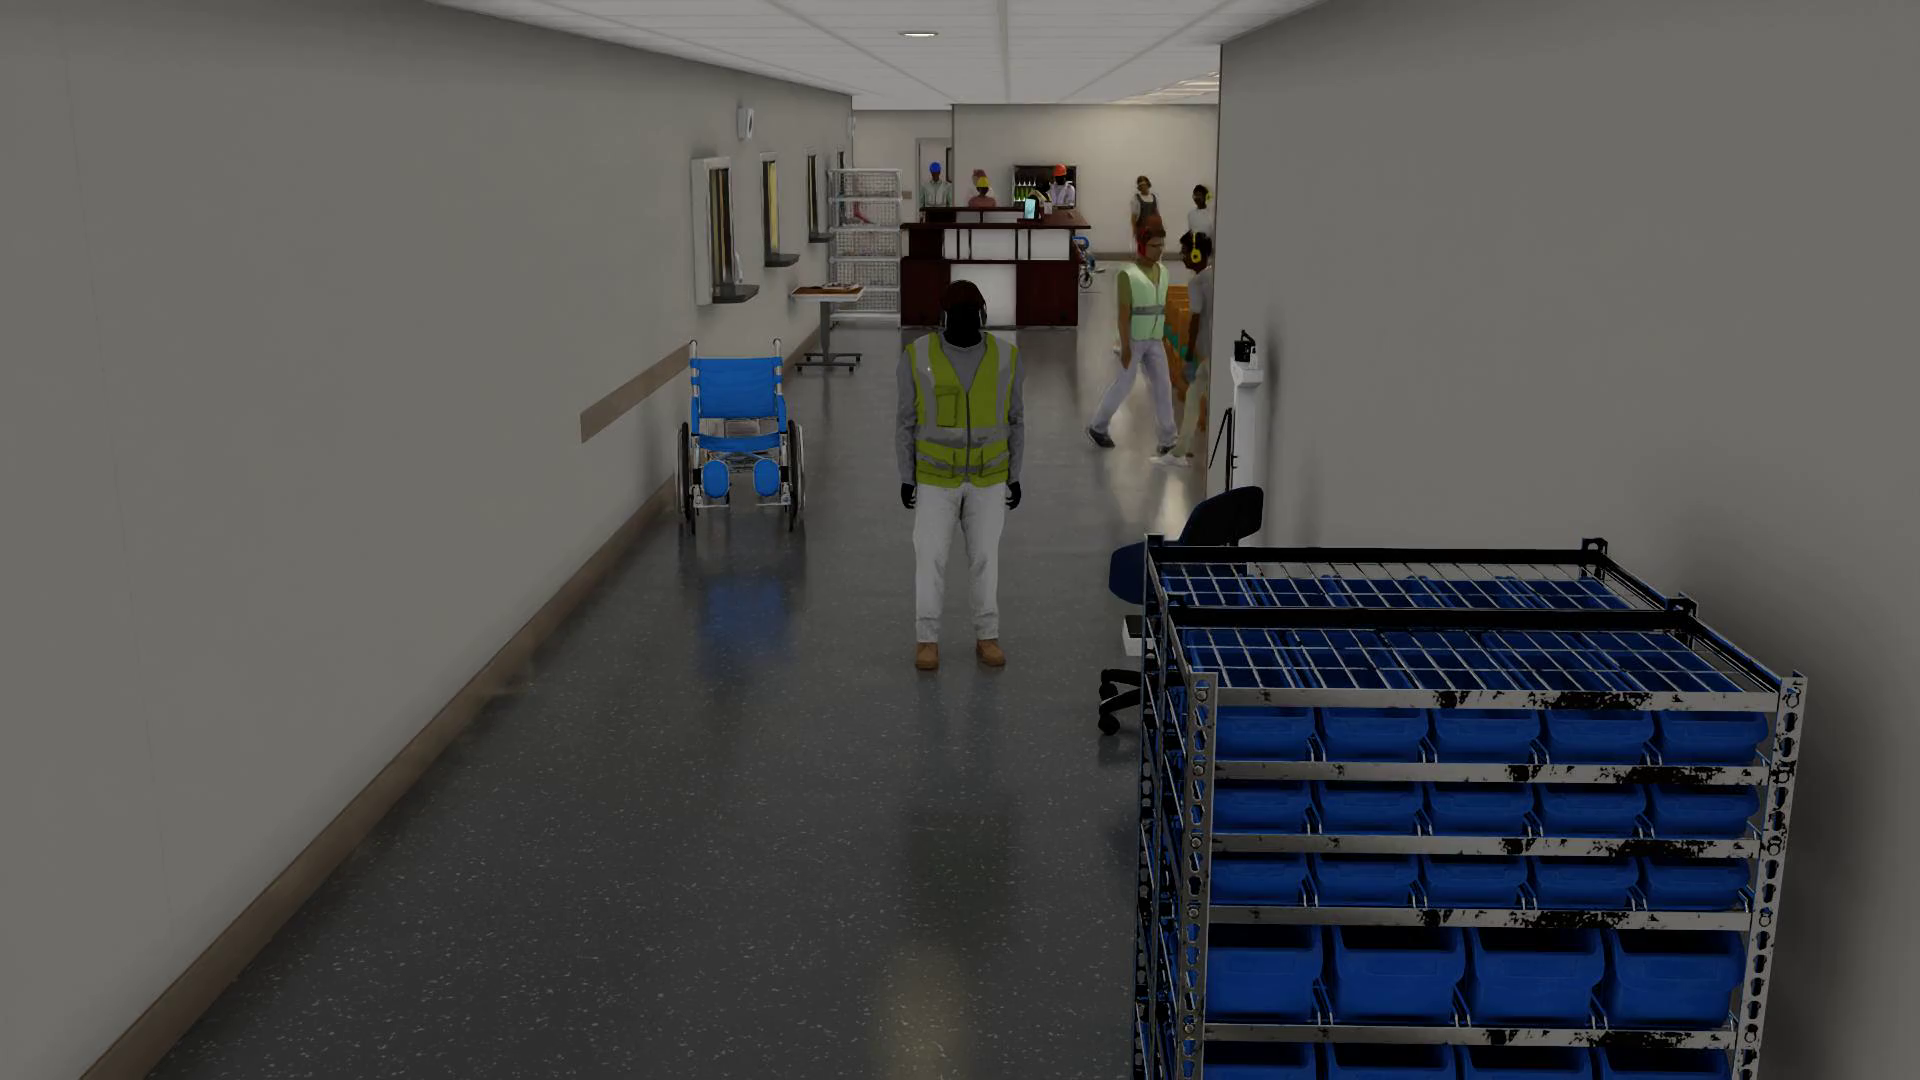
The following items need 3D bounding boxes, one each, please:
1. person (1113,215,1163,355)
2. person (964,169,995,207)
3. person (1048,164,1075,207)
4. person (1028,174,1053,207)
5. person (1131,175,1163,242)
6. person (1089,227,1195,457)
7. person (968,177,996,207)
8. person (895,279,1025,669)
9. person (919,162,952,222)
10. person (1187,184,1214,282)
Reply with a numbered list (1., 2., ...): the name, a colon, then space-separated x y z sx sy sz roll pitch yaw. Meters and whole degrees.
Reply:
1. person: 2.087 -2.843 18.689 0.834 1.594 0.515 -8 16 -30
2. person: 0.348 -5.434 28.621 0.874 1.881 0.642 11 18 38
3. person: 1.774 -5.695 29.575 0.545 1.929 0.390 8 16 31
4. person: 1.315 -4.972 26.842 0.428 1.836 0.627 7 16 27
5. person: 2.984 -4.950 26.794 0.527 1.811 0.716 -6 15 -23
6. person: 1.407 -1.573 13.155 0.586 1.798 0.973 -13 19 -42
7. person: 0.376 -5.098 27.487 0.525 1.769 0.313 -9 16 -31
8. person: 0.009 -0.302 7.867 0.626 1.844 0.429 -2 14 -9
9. person: -0.450 -5.960 30.607 0.607 1.948 0.389 0 14 1
10. person: 3.297 -3.908 22.593 0.505 1.819 1.026 7 15 26
